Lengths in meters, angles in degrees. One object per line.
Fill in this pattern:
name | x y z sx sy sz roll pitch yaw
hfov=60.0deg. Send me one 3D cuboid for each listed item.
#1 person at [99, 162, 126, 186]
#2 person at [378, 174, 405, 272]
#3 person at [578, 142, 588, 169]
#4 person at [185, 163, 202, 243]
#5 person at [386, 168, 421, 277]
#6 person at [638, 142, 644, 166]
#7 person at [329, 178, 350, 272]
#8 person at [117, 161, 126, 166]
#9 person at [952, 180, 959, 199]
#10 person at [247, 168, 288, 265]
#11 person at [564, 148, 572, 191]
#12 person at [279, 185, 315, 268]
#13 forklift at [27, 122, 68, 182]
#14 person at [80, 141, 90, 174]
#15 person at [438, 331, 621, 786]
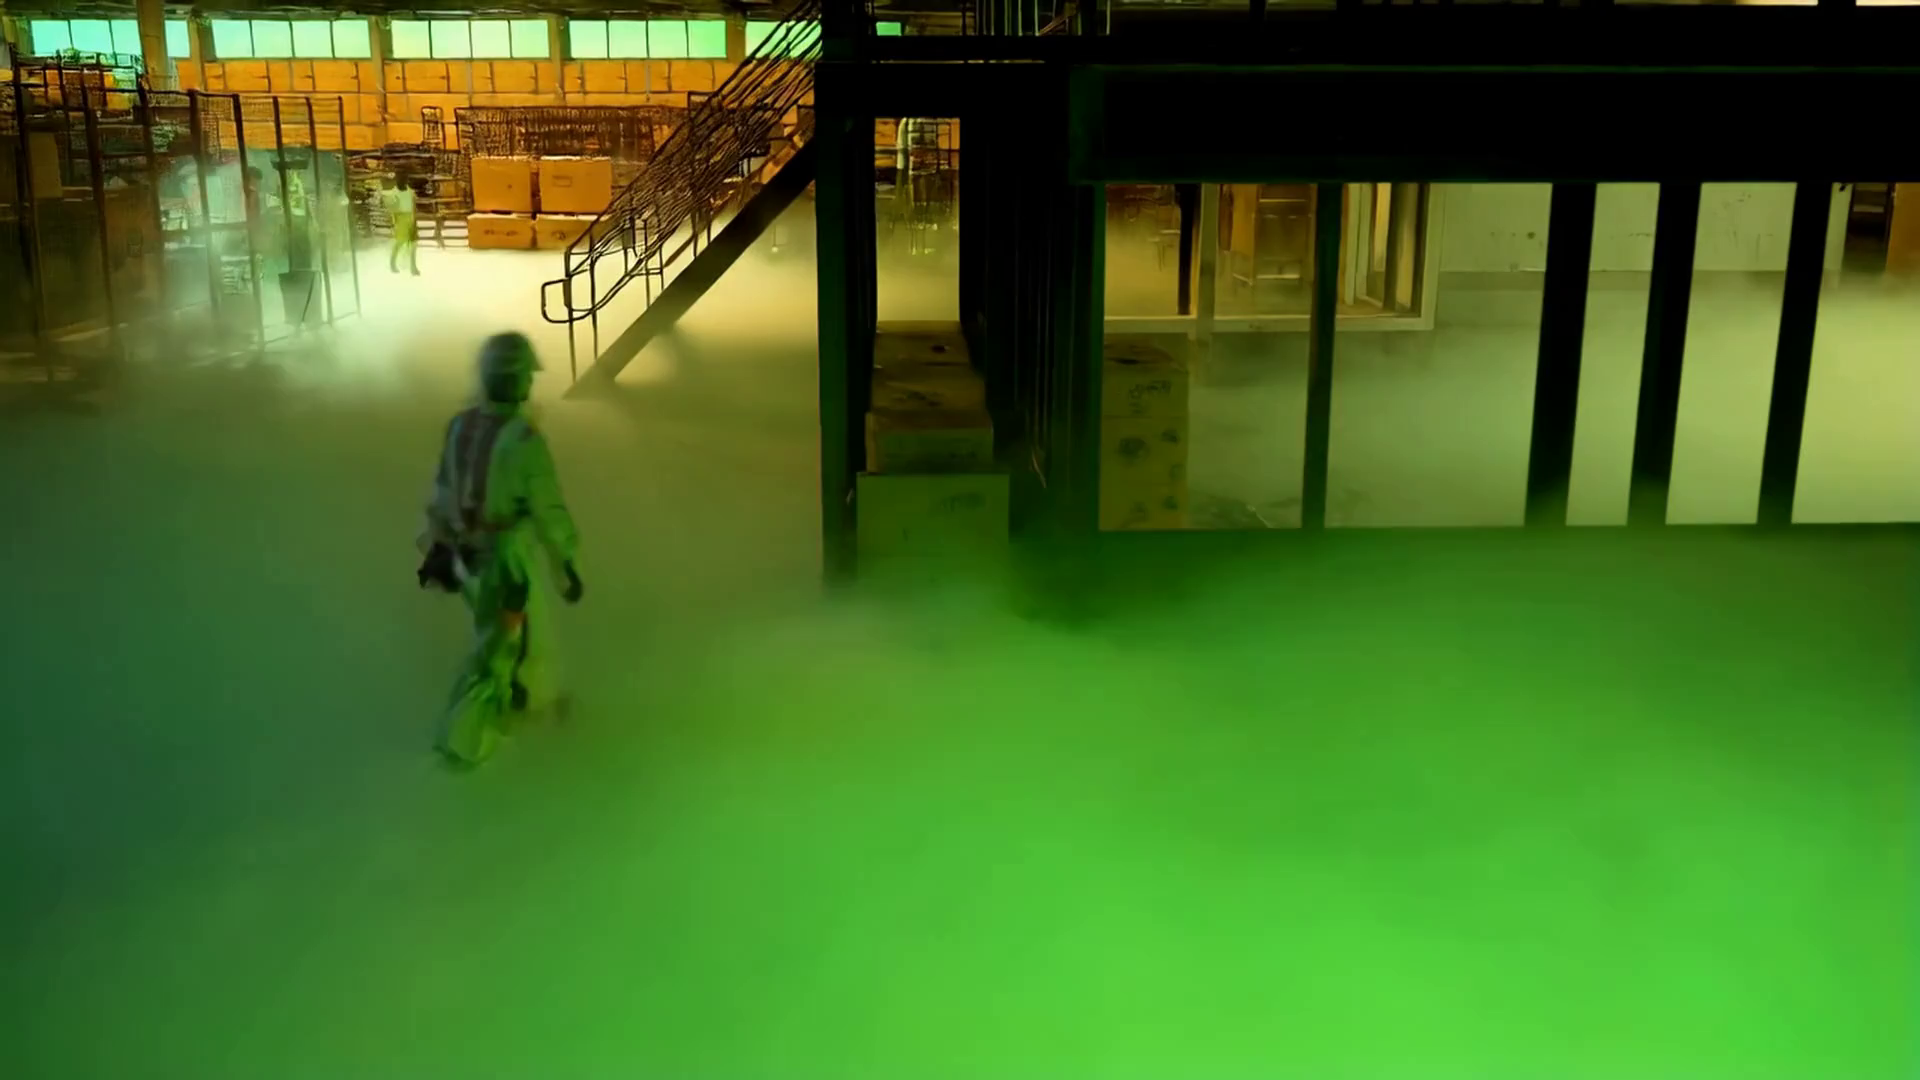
person | -19.288 -7.697 38.142 0.717 1.890 0.375 3 14 13
person | -10.664 -5.987 31.388 0.560 1.839 0.710 -3 14 -10
person | -16.857 -16.800 74.405 0.462 1.931 0.644 4 15 16
person | -16.204 -7.014 35.286 0.368 1.937 0.549 -4 15 -17
person | -10.176 -5.795 30.370 0.699 1.949 0.627 13 19 42
person | -16.215 -19.364 84.878 0.431 1.818 0.628 -2 14 -9
person | -11.673 -5.928 31.326 0.451 1.742 0.565 0 14 -2
person | -40.289 -18.055 79.855 0.531 1.720 0.913 -1 14 -4
person | 0.189 -13.528 61.212 1.071 1.996 0.621 11 18 38
person | -13.660 -6.331 32.651 0.902 1.880 0.604 -4 15 -14
person | -16.297 -15.510 69.605 0.654 1.745 0.553 -2 14 -9
person | -9.876 -4.356 24.841 0.345 1.846 0.508 7 16 26
forklift | -35.376 -14.773 64.377 1.129 2.768 1.873 -1 14 -2
person | -40.305 -17.446 76.907 0.625 1.970 0.771 -1 14 -5
person | -1.909 0.054 7.126 0.641 1.891 1.020 13 19 42
